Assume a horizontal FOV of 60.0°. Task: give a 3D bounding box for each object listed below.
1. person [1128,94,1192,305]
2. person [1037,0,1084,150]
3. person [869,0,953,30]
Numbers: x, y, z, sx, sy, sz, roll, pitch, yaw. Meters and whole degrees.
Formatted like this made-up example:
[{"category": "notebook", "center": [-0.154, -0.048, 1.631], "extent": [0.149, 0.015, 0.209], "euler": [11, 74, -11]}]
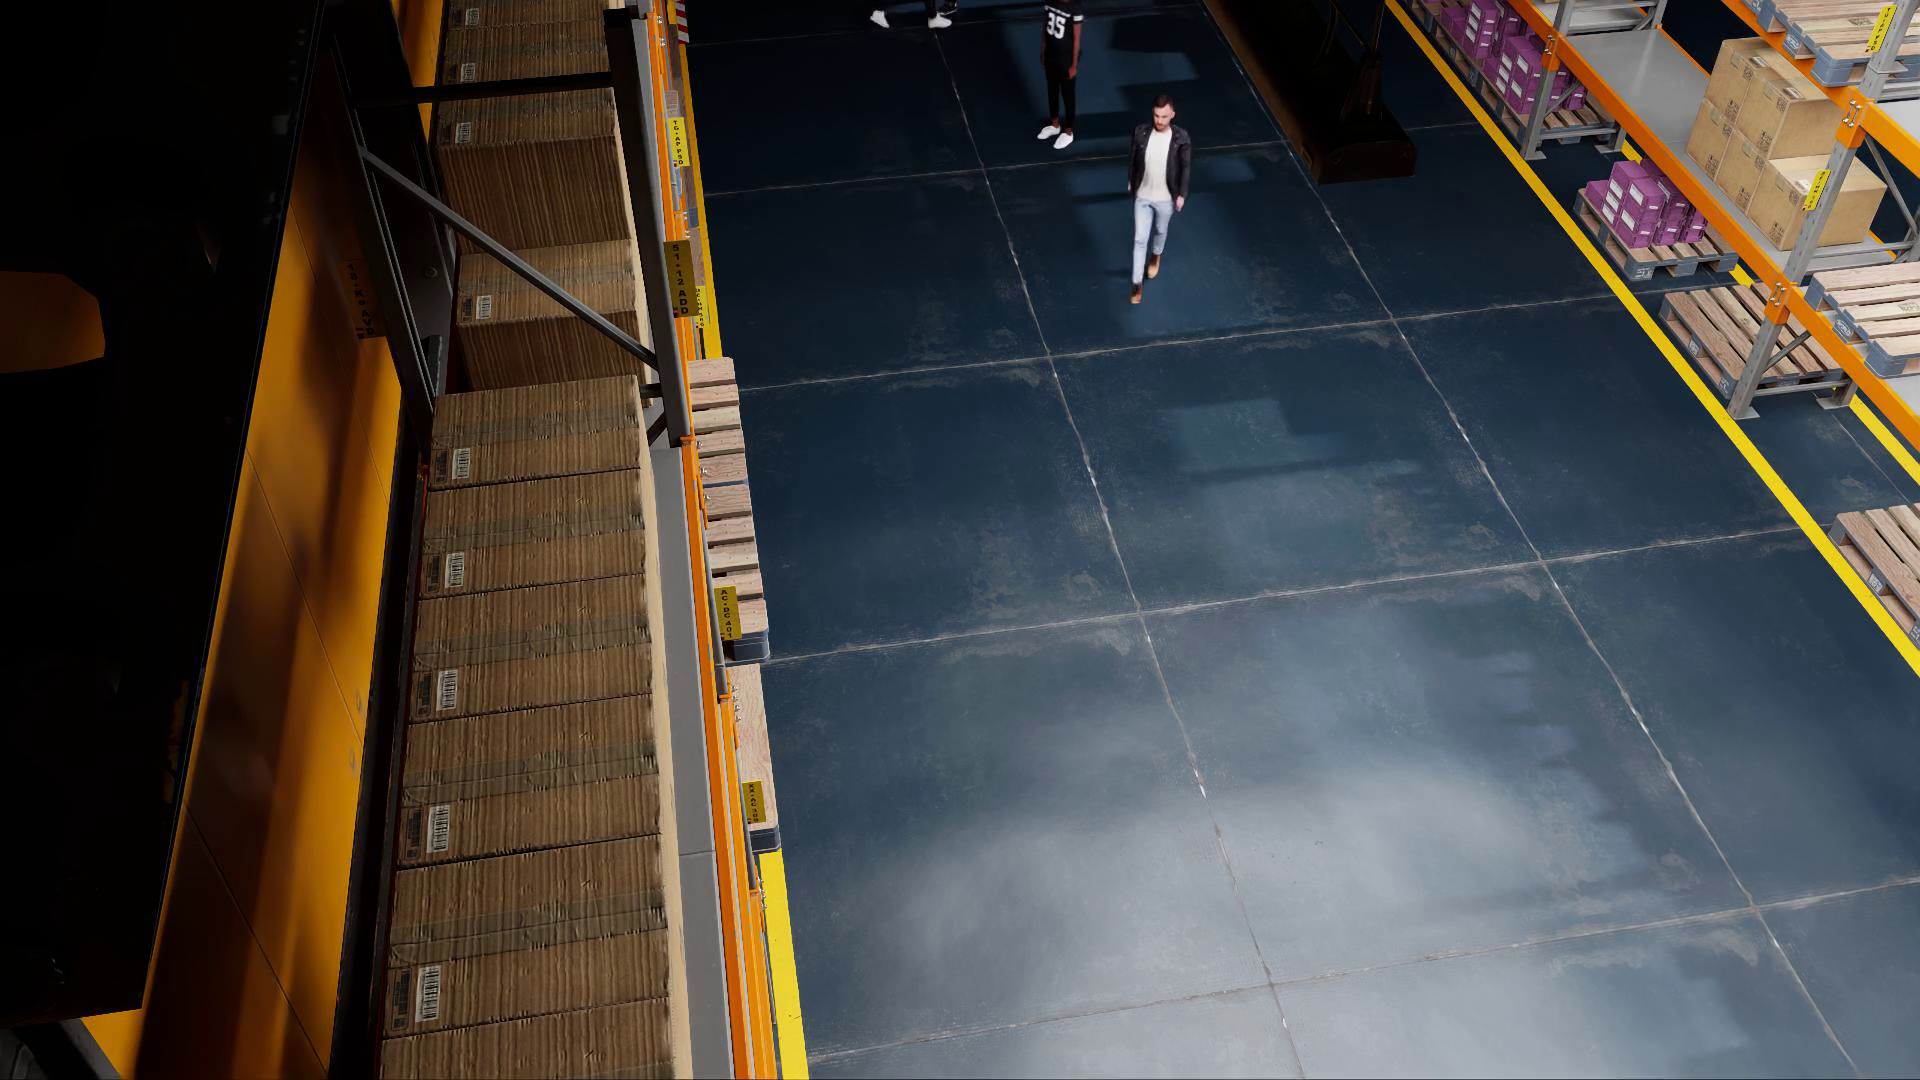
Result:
[{"category": "person", "center": [1.670, -2.951, 14.010], "extent": [0.957, 1.798, 1.207], "euler": [9, 44, 9]}, {"category": "person", "center": [0.975, -4.584, 15.769], "extent": [0.707, 1.735, 0.781], "euler": [33, 53, 30]}, {"category": "person", "center": [-0.574, -6.092, 17.448], "extent": [0.684, 1.603, 1.052], "euler": [-6, 44, -6]}]
